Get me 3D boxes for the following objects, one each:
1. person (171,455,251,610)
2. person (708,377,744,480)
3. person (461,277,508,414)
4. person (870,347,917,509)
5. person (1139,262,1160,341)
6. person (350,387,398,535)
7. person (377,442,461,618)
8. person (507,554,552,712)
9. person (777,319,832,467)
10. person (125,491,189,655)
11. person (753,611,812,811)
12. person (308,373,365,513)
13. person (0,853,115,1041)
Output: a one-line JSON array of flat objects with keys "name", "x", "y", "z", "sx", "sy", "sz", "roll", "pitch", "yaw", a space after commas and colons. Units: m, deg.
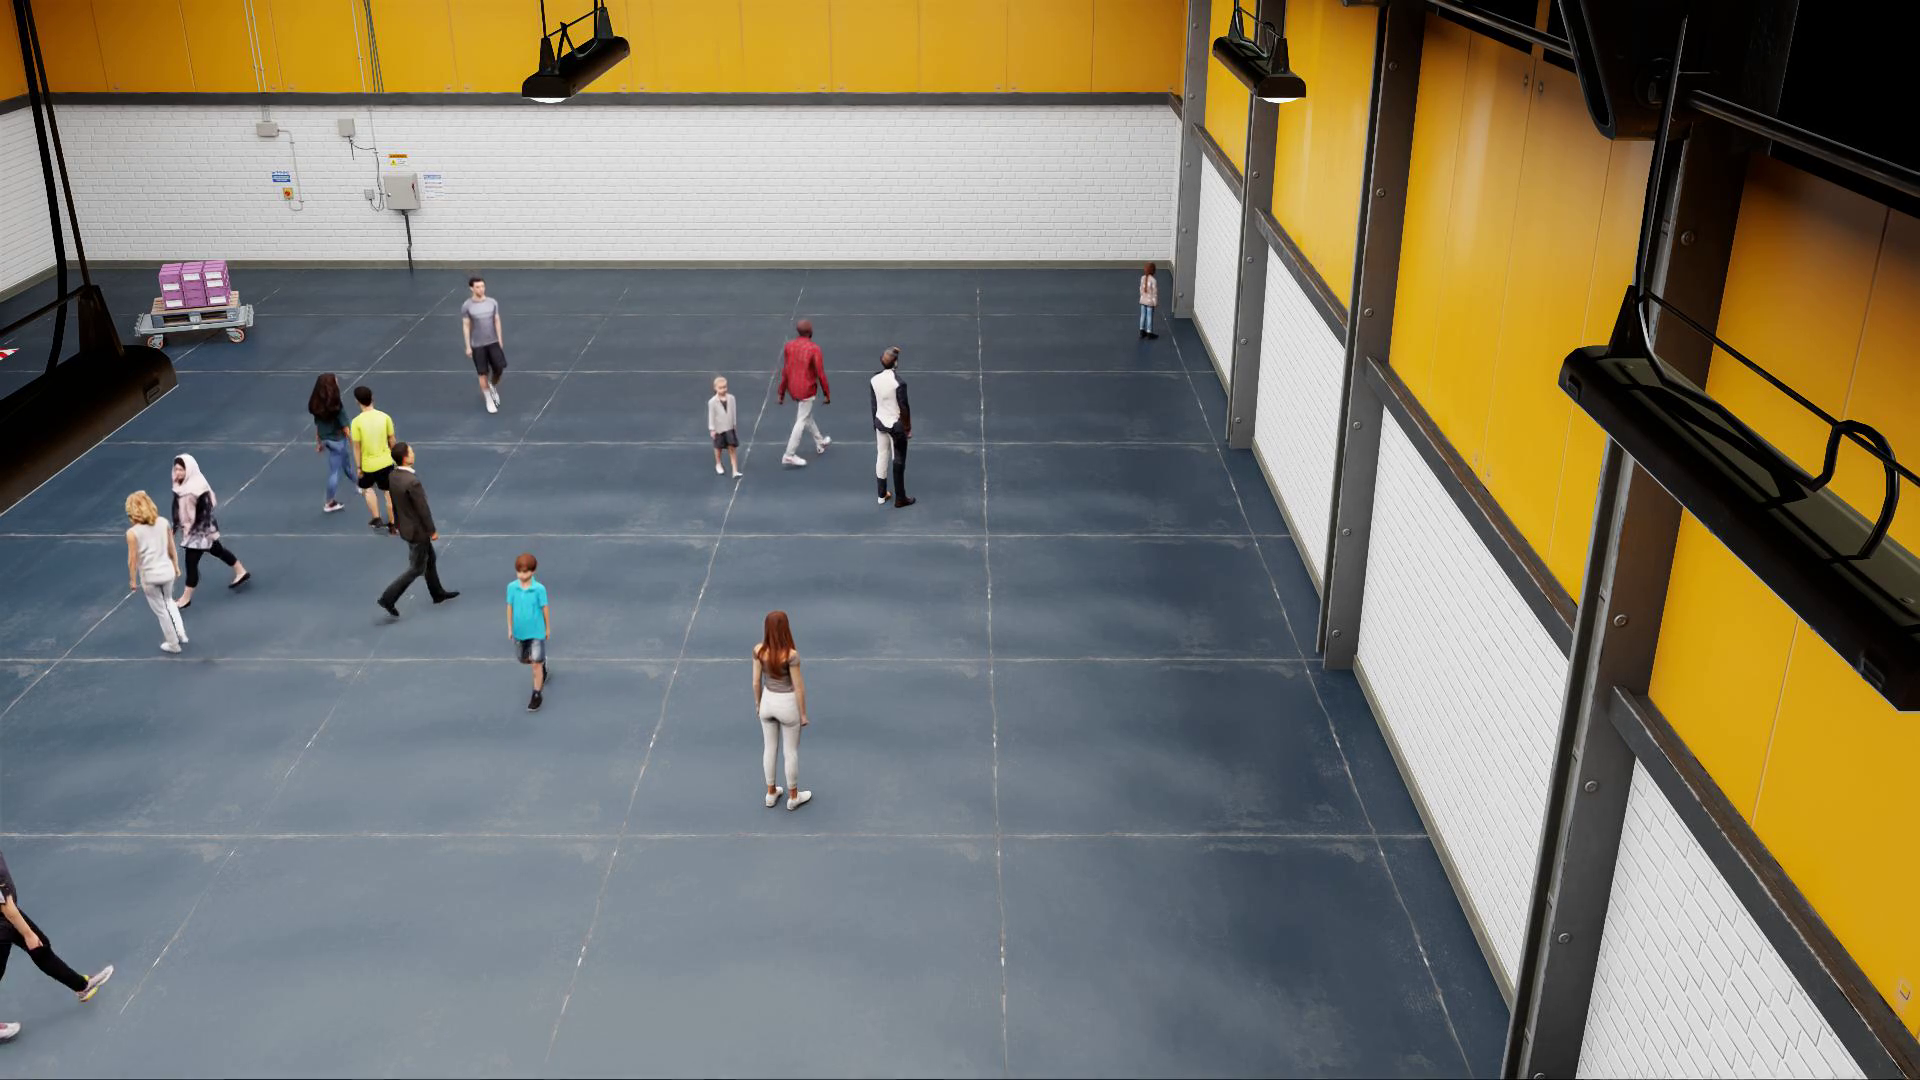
[{"name": "person", "x": -7.663, "y": -0.130, "z": 16.928, "sx": 1.071, "sy": 1.583, "sz": 1.219, "roll": 17, "pitch": 29, "yaw": 34}, {"name": "person", "x": -2.895, "y": -1.375, "z": 20.198, "sx": 0.746, "sy": 1.244, "sz": 0.933, "roll": -10, "pitch": 26, "yaw": -22}, {"name": "person", "x": -6.429, "y": -2.659, "z": 22.370, "sx": 0.832, "sy": 1.857, "sz": 0.903, "roll": -12, "pitch": 26, "yaw": -26}, {"name": "person", "x": -0.796, "y": -1.314, "z": 19.248, "sx": 0.778, "sy": 1.893, "sz": 0.797, "roll": 16, "pitch": 28, "yaw": 32}, {"name": "person", "x": 2.886, "y": -3.682, "z": 25.538, "sx": 0.622, "sy": 1.194, "sz": 0.553, "roll": -19, "pitch": 30, "yaw": -36}, {"name": "person", "x": -6.455, "y": -0.854, "z": 18.453, "sx": 0.811, "sy": 1.687, "sz": 0.853, "roll": -15, "pitch": 28, "yaw": -31}, {"name": "person", "x": -5.510, "y": -0.081, "z": 16.573, "sx": 1.152, "sy": 1.777, "sz": 1.139, "roll": -18, "pitch": 30, "yaw": -36}, {"name": "person", "x": -3.877, "y": 0.774, "z": 15.044, "sx": 0.611, "sy": 1.435, "sz": 0.904, "roll": 3, "pitch": 24, "yaw": 7}, {"name": "person", "x": -1.989, "y": -1.788, "z": 20.480, "sx": 1.125, "sy": 1.775, "sz": 1.282, "roll": 16, "pitch": 28, "yaw": 33}, {"name": "person", "x": -7.580, "y": 0.334, "z": 15.768, "sx": 0.758, "sy": 1.662, "sz": 0.663, "roll": 14, "pitch": 27, "yaw": 29}, {"name": "person", "x": -1.450, "y": 1.358, "z": 13.348, "sx": 0.659, "sy": 1.724, "sz": 0.633, "roll": 9, "pitch": 25, "yaw": 19}, {"name": "person", "x": -7.256, "y": -1.092, "z": 19.129, "sx": 0.918, "sy": 1.582, "sz": 1.121, "roll": 12, "pitch": 26, "yaw": 25}, {"name": "person", "x": -6.275, "y": 2.512, "z": 10.713, "sx": 1.107, "sy": 1.720, "sz": 1.167, "roll": -14, "pitch": 27, "yaw": -30}]
